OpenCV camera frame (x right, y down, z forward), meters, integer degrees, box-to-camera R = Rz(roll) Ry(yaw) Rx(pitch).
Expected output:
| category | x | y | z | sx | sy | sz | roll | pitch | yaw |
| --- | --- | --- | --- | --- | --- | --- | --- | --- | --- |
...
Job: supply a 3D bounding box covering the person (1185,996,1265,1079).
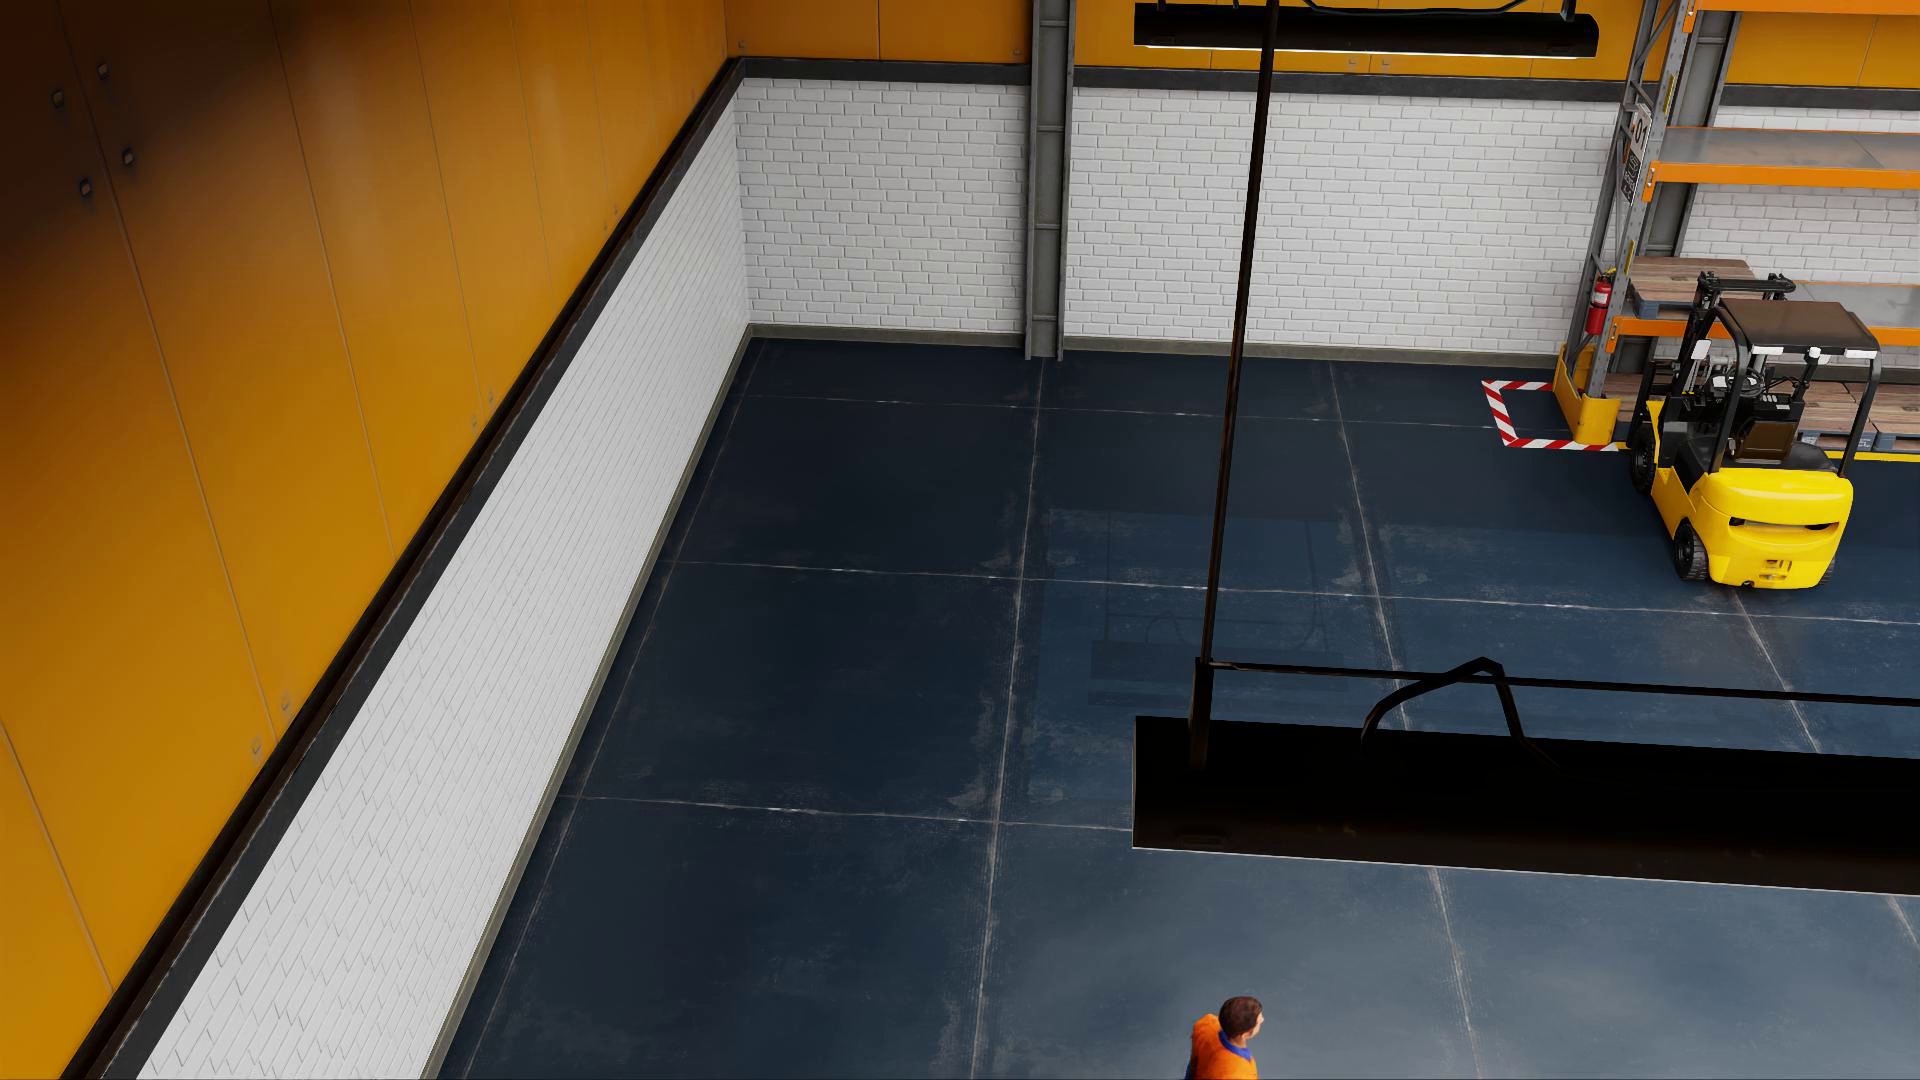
| category | x | y | z | sx | sy | sz | roll | pitch | yaw |
| --- | --- | --- | --- | --- | --- | --- | --- | --- | --- |
| person | 1.244 | 3.004 | 8.484 | 0.959 | 1.846 | 0.881 | -11 | 35 | -16 |
